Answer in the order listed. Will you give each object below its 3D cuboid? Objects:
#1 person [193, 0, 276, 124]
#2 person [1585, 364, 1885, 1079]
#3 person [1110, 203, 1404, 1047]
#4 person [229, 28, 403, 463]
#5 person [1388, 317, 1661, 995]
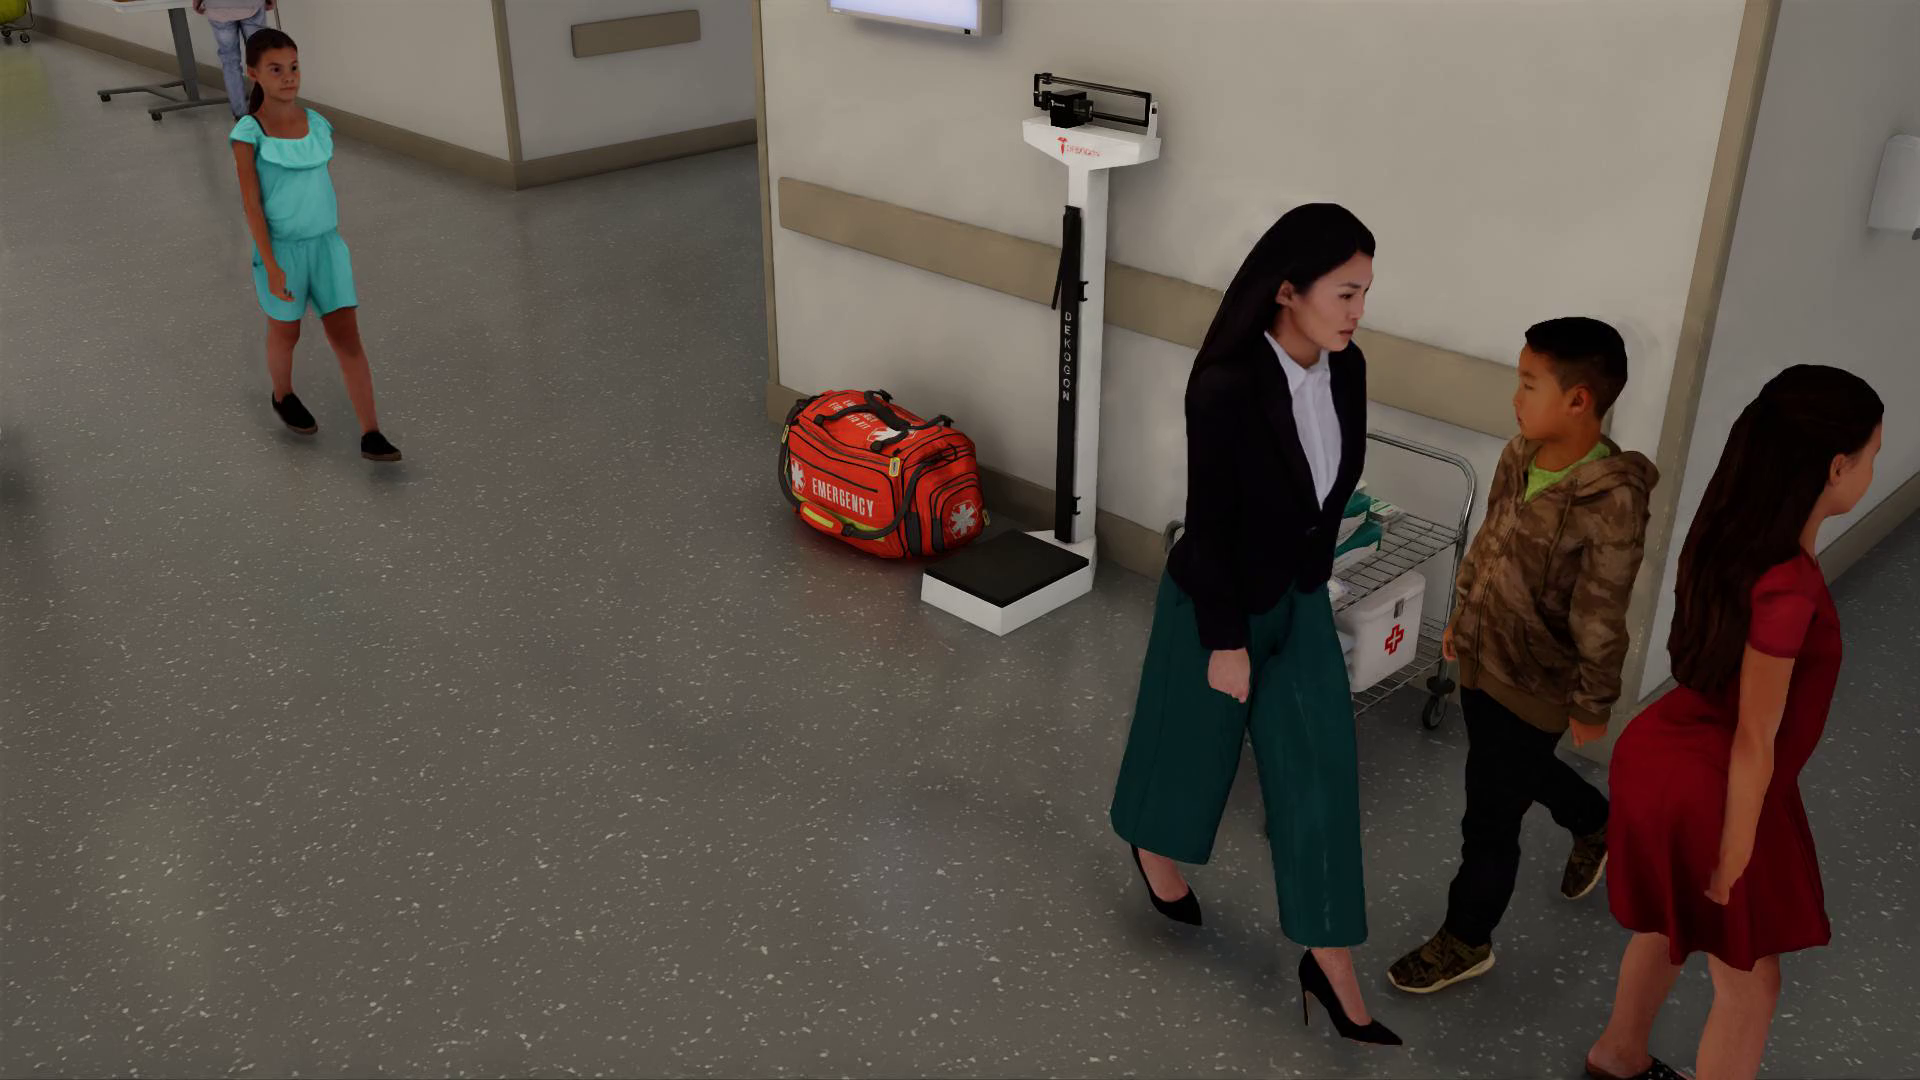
[{"bbox_3d":[-4.774,-3.580,10.927,0.758,1.837,0.712,-10,28,-21],"label":"person"},{"bbox_3d":[1.305,0.428,2.959,0.773,1.538,0.719,7,27,14],"label":"person"},{"bbox_3d":[0.512,0.148,3.367,0.778,1.688,1.077,-16,30,-30],"label":"person"},{"bbox_3d":[-2.434,-1.040,6.020,1.049,1.523,0.529,23,34,39],"label":"person"},{"bbox_3d":[1.242,0.228,3.483,0.902,1.443,0.950,-8,27,-17],"label":"person"}]
